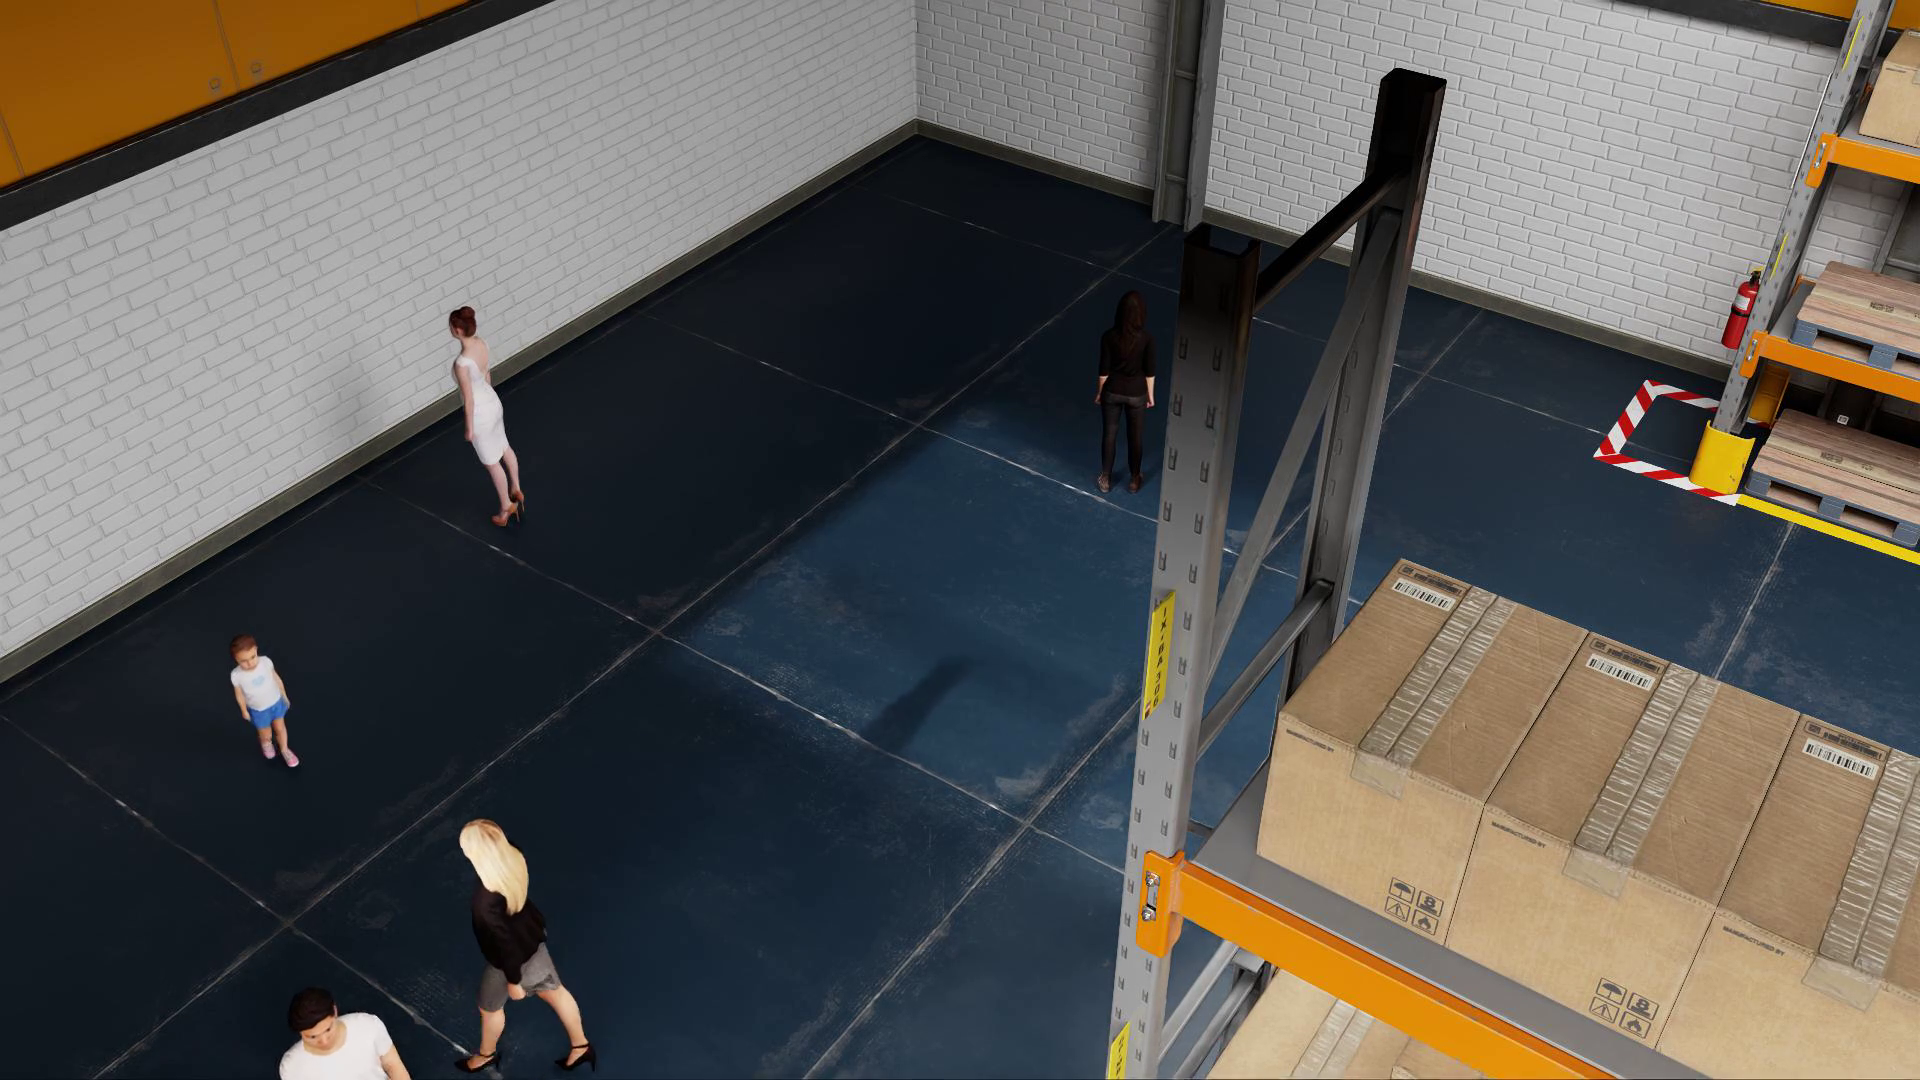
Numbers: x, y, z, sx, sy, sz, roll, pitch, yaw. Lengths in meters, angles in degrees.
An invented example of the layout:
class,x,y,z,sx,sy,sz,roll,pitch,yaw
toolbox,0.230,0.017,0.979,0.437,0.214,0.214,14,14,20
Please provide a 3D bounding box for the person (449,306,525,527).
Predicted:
class,x,y,z,sx,sy,sz,roll,pitch,yaw
person,-3.334,-0.866,11.681,0.618,1.793,0.641,8,39,9

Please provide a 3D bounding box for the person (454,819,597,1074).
class,x,y,z,sx,sy,sz,roll,pitch,yaw
person,-2.042,2.018,8.055,1.076,1.812,0.938,2,39,3

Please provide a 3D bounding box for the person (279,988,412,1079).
class,x,y,z,sx,sy,sz,roll,pitch,yaw
person,-2.735,2.522,7.530,0.802,1.679,1.143,-27,46,-30

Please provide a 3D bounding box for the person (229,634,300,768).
class,x,y,z,sx,sy,sz,roll,pitch,yaw
person,-4.219,0.940,10.045,0.477,1.014,0.552,-27,46,-30

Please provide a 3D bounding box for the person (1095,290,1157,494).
class,x,y,z,sx,sy,sz,roll,pitch,yaw
person,1.191,-1.059,12.046,0.599,1.641,0.718,4,39,5
